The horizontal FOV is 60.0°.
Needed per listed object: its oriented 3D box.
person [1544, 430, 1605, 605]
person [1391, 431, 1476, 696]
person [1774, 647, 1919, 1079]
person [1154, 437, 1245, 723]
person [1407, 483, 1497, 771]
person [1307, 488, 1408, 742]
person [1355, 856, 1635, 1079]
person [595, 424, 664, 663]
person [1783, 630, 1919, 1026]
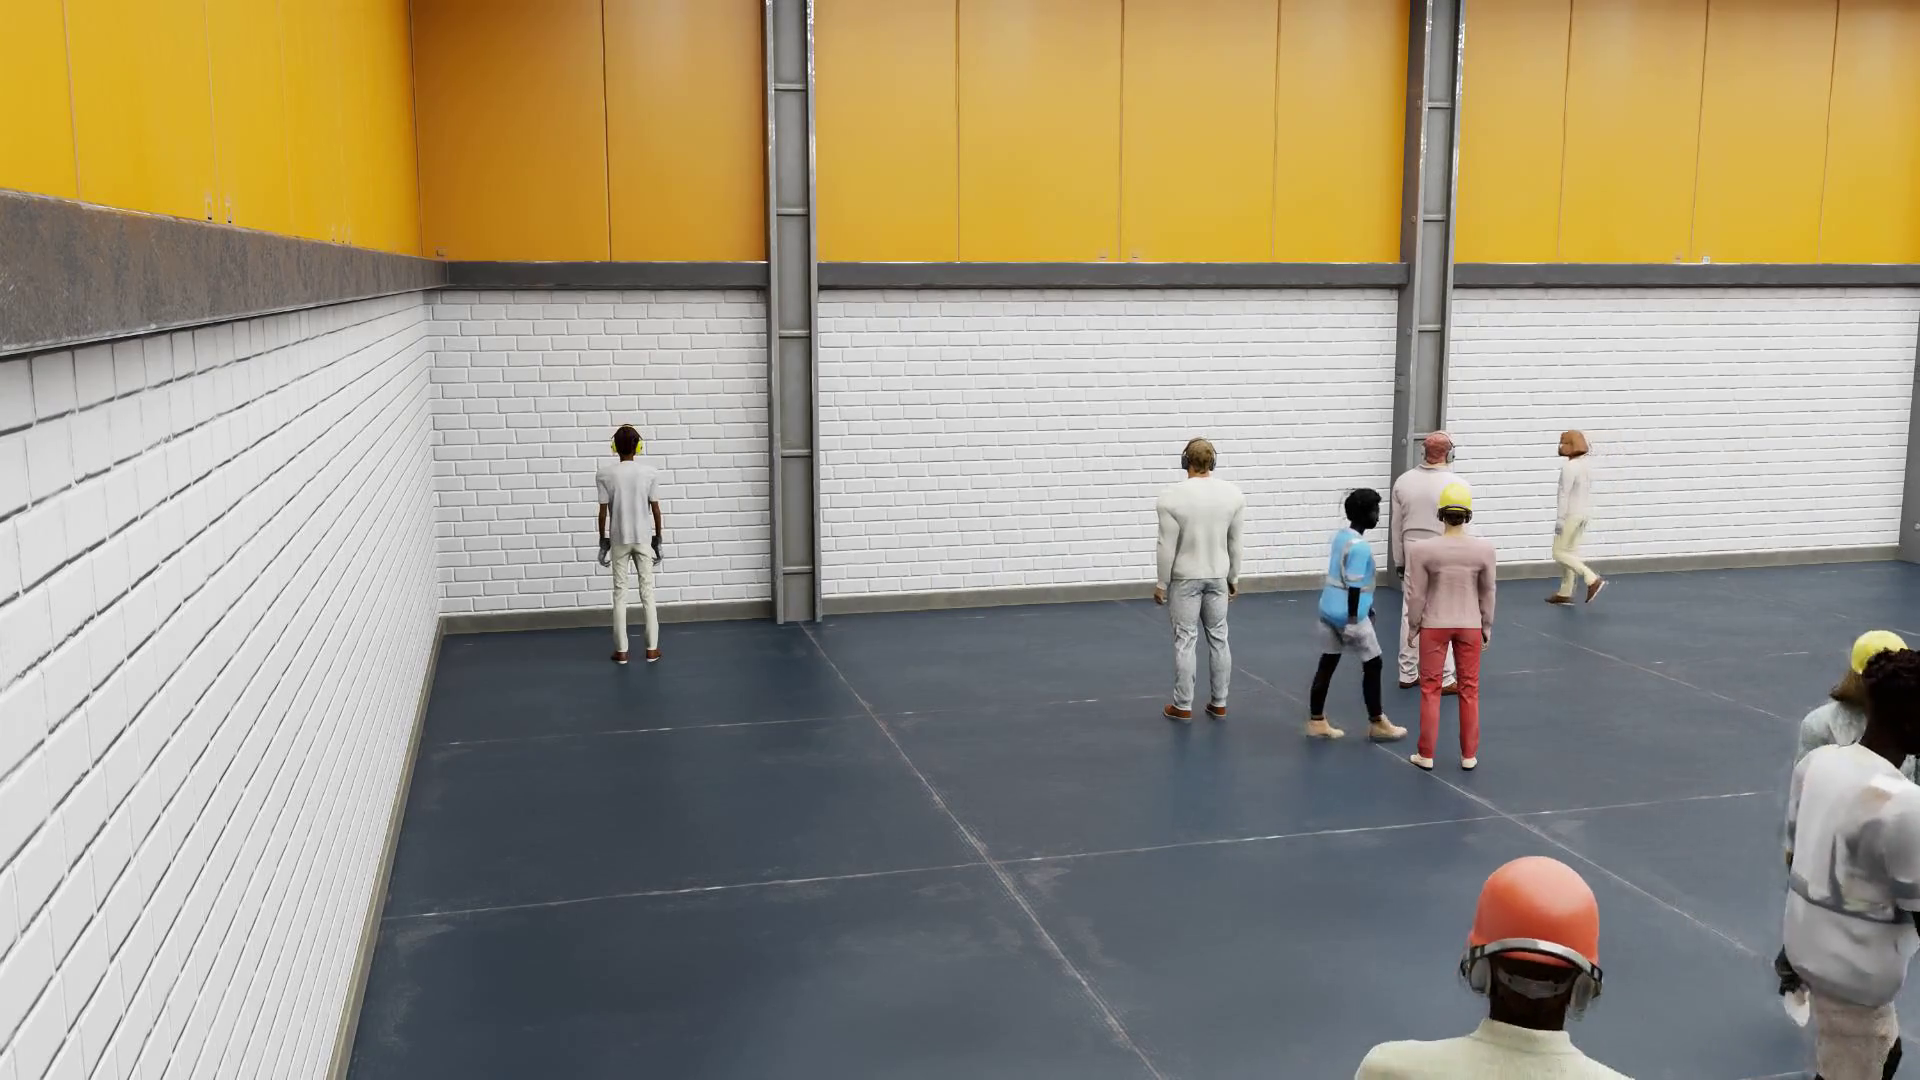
[{"bbox_3d":[5.596,-0.186,15.080,0.485,1.621,0.510,7,11,37],"label":"person"},{"bbox_3d":[3.435,0.165,12.012,0.408,1.906,0.653,-8,12,-40],"label":"person"},{"bbox_3d":[2.806,1.275,5.010,0.736,1.926,0.616,1,9,6],"label":"person"},{"bbox_3d":[1.605,0.273,11.233,0.627,1.941,0.370,-2,9,-14],"label":"person"},{"bbox_3d":[2.983,0.535,10.137,0.525,1.769,0.311,1,9,4],"label":"person"},{"bbox_3d":[2.603,0.486,10.736,0.751,1.658,0.531,-1,9,-8],"label":"person"},{"bbox_3d":[0.989,1.575,3.064,0.637,1.957,0.915,2,9,14],"label":"person"},{"bbox_3d":[-2.567,0.031,12.963,0.507,1.872,0.329,-2,9,-14],"label":"person"},{"bbox_3d":[3.421,1.165,6.332,0.504,1.725,0.474,1,9,9],"label":"person"}]
